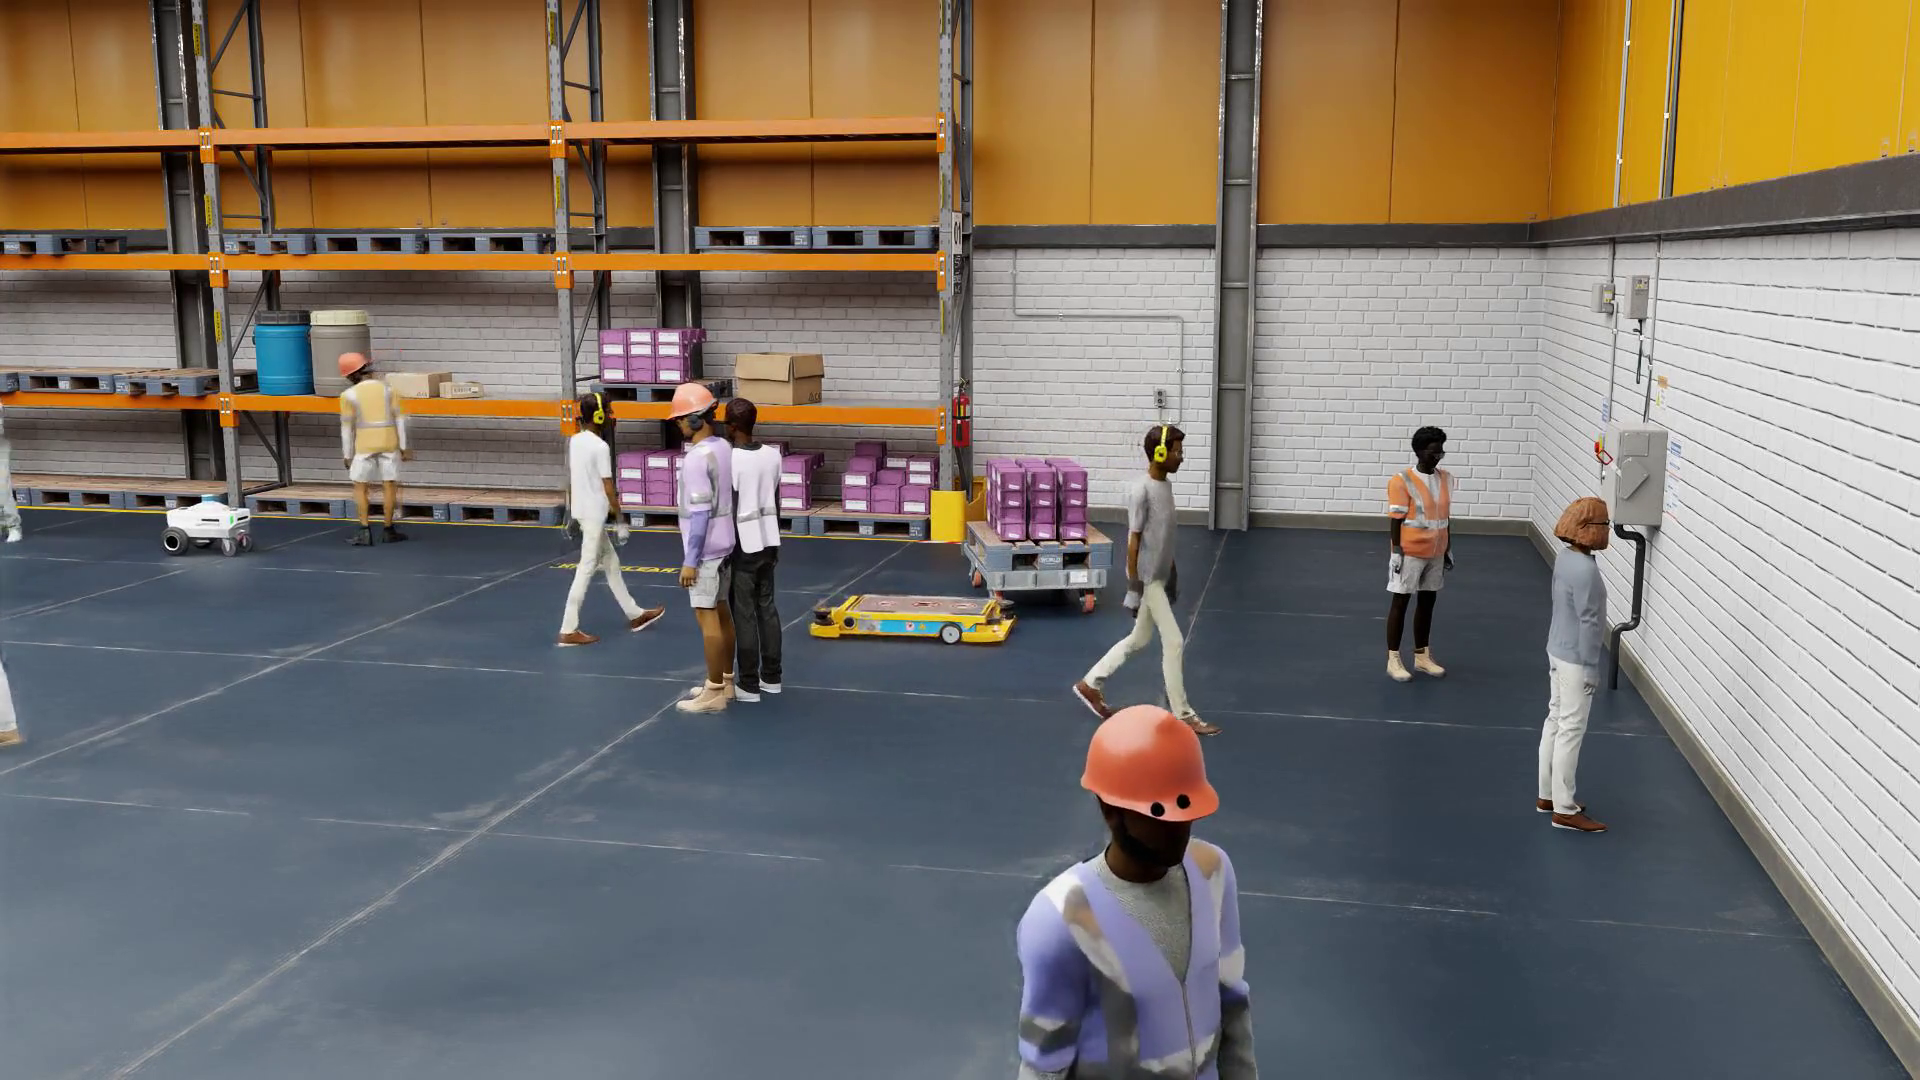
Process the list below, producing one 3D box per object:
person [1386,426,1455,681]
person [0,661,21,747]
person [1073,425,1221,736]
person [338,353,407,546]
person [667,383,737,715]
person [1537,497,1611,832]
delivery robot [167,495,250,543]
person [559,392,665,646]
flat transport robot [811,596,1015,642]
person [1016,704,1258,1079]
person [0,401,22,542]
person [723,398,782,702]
[{"bbox_3d":[3.056,0.083,11.032,0.533,1.695,0.319,-5,11,-26],"label":"person"},{"bbox_3d":[-5.783,0.332,9.289,0.872,1.794,0.632,-5,11,-29],"label":"person"},{"bbox_3d":[1.102,0.217,9.888,0.934,1.825,0.520,5,11,27],"label":"person"},{"bbox_3d":[-5.720,-0.876,16.181,0.667,1.885,0.391,-5,11,-28],"label":"person"},{"bbox_3d":[-1.582,0.054,10.201,0.391,2.036,0.607,2,10,9],"label":"person"},{"bbox_3d":[3.032,0.598,8.171,0.283,1.633,0.497,1,10,4],"label":"person"},{"bbox_3d":[-7.098,-0.186,15.721,0.707,0.478,0.477,2,10,9],"label":"delivery robot"},{"bbox_3d":[-2.555,-0.162,12.112,0.926,1.823,0.534,-6,11,-32],"label":"person"},{"bbox_3d":[-0.337,0.572,12.349,1.431,0.197,0.652,1,10,8],"label":"flat transport robot"},{"bbox_3d":[0.341,1.247,3.554,0.543,1.904,0.917,-8,13,-41],"label":"person"},{"bbox_3d":[-9.672,-0.849,16.543,0.770,1.708,0.328,8,12,39],"label":"person"},{"bbox_3d":[-1.327,0.063,10.494,0.371,1.916,0.597,6,11,30],"label":"person"}]
